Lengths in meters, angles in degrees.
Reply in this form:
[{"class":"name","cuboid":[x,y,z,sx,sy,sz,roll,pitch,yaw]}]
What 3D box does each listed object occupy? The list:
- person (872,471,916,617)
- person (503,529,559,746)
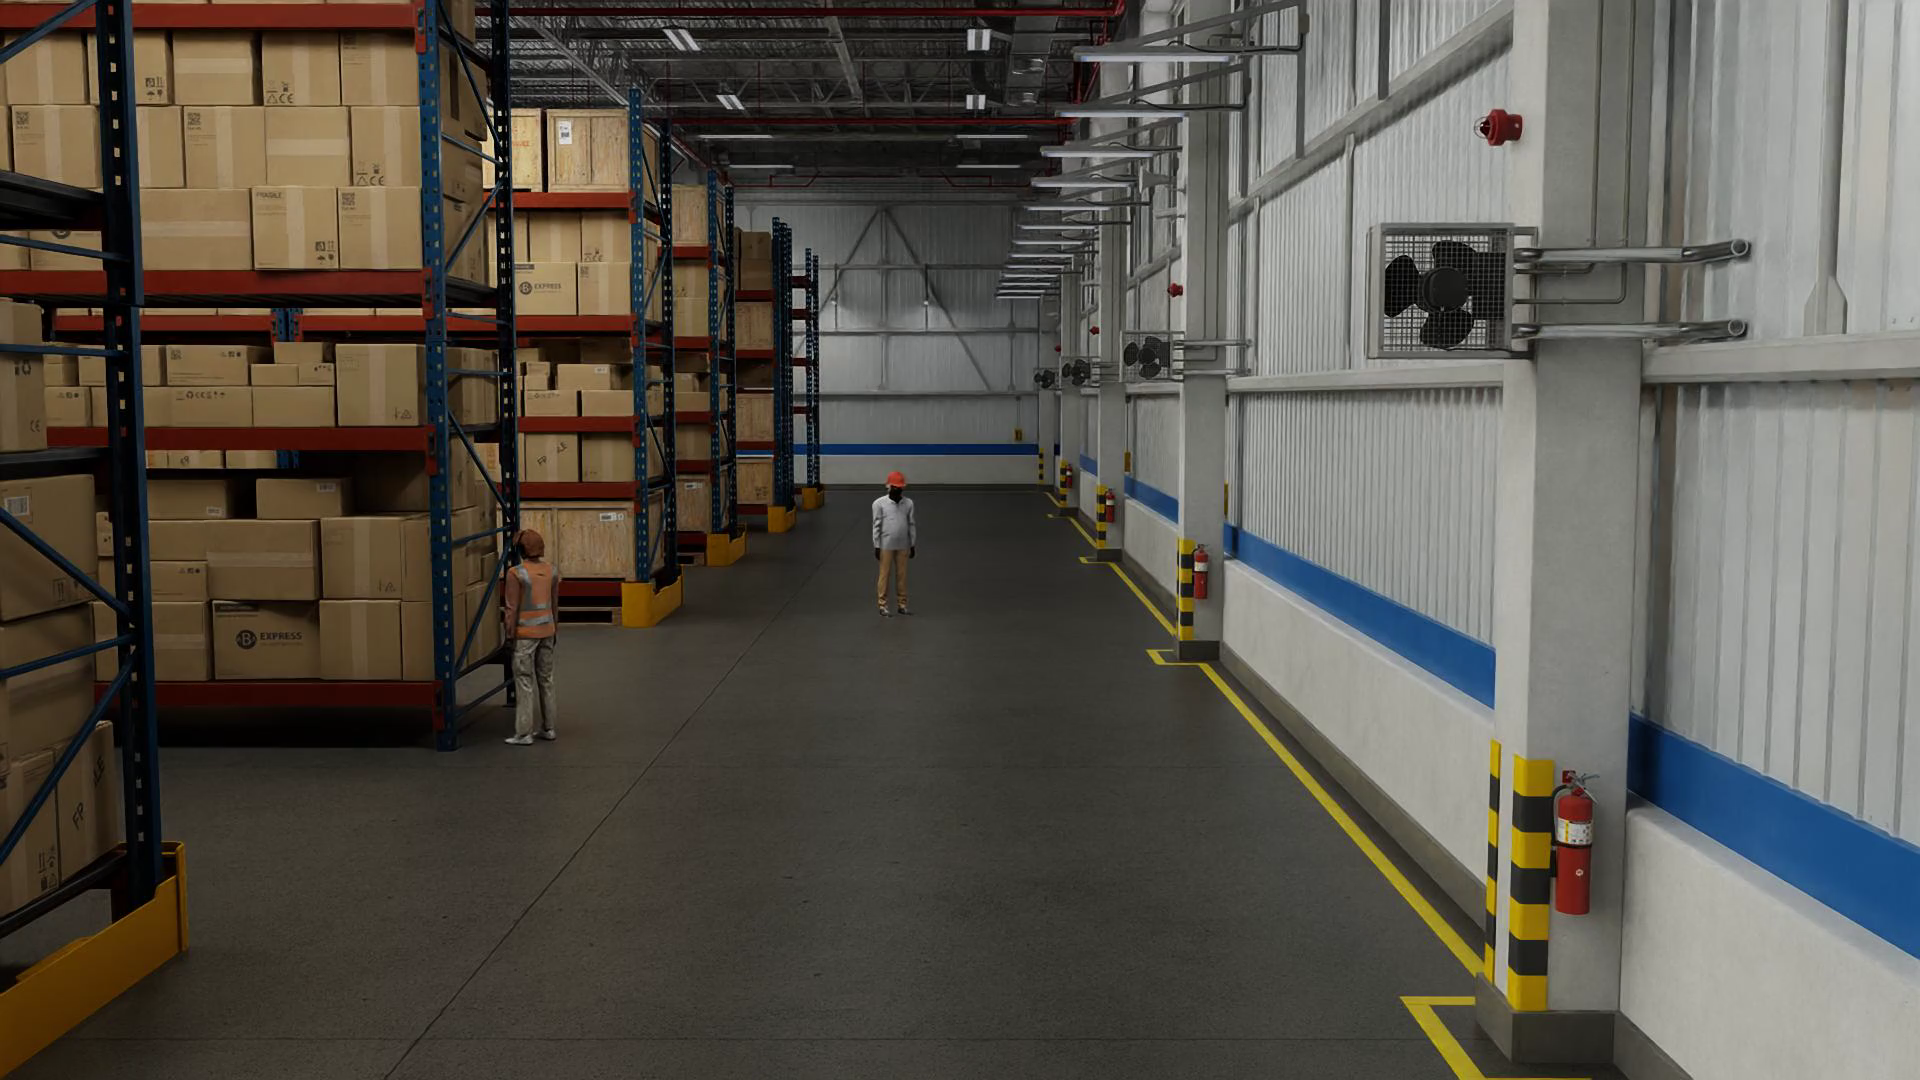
[{"class":"person","cuboid":[-0.777,0.050,19.878,0.564,1.743,0.362,-3,6,-28]},{"class":"person","cuboid":[-3.235,0.732,12.586,0.318,1.631,0.524,3,6,30]}]
